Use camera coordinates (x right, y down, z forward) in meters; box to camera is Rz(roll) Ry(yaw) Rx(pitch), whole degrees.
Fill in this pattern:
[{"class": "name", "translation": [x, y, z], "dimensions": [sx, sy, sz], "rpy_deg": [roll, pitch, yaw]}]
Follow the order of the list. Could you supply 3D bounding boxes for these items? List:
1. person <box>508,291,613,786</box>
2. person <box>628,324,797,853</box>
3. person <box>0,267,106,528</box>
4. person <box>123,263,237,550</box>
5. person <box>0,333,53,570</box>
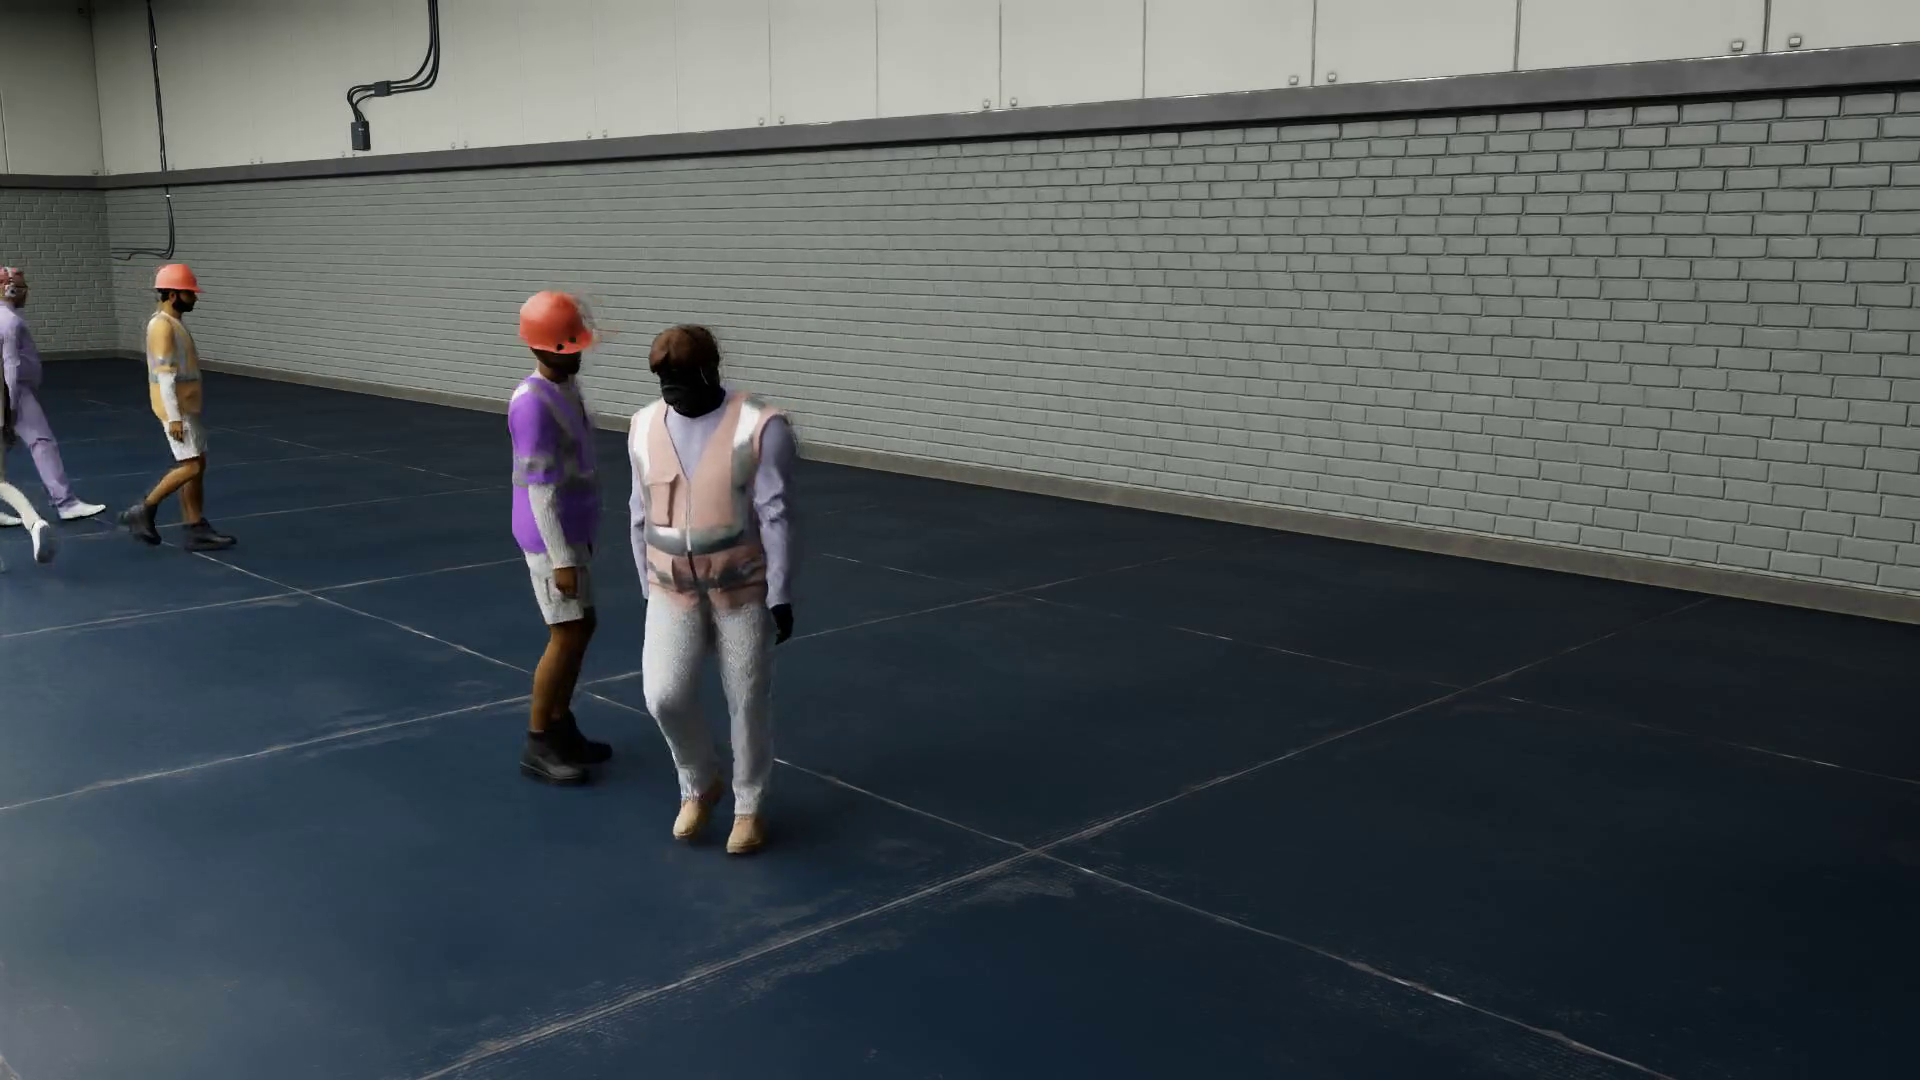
[{"class": "person", "translation": [-1.574, -0.005, 6.483], "dimensions": [0.383, 1.902, 0.589], "rpy_deg": [0, 10, -1]}, {"class": "person", "translation": [-0.839, 0.178, 5.674], "dimensions": [0.636, 1.815, 0.452], "rpy_deg": [2, 11, 10]}, {"class": "person", "translation": [-6.781, -1.036, 12.130], "dimensions": [0.914, 1.867, 0.672], "rpy_deg": [-10, 14, -43]}, {"class": "person", "translation": [-5.245, -0.872, 11.100], "dimensions": [0.566, 1.925, 0.572], "rpy_deg": [-2, 11, -12]}, {"class": "person", "translation": [-6.054, -0.692, 10.343], "dimensions": [0.629, 1.844, 0.547], "rpy_deg": [4, 11, 21]}]
